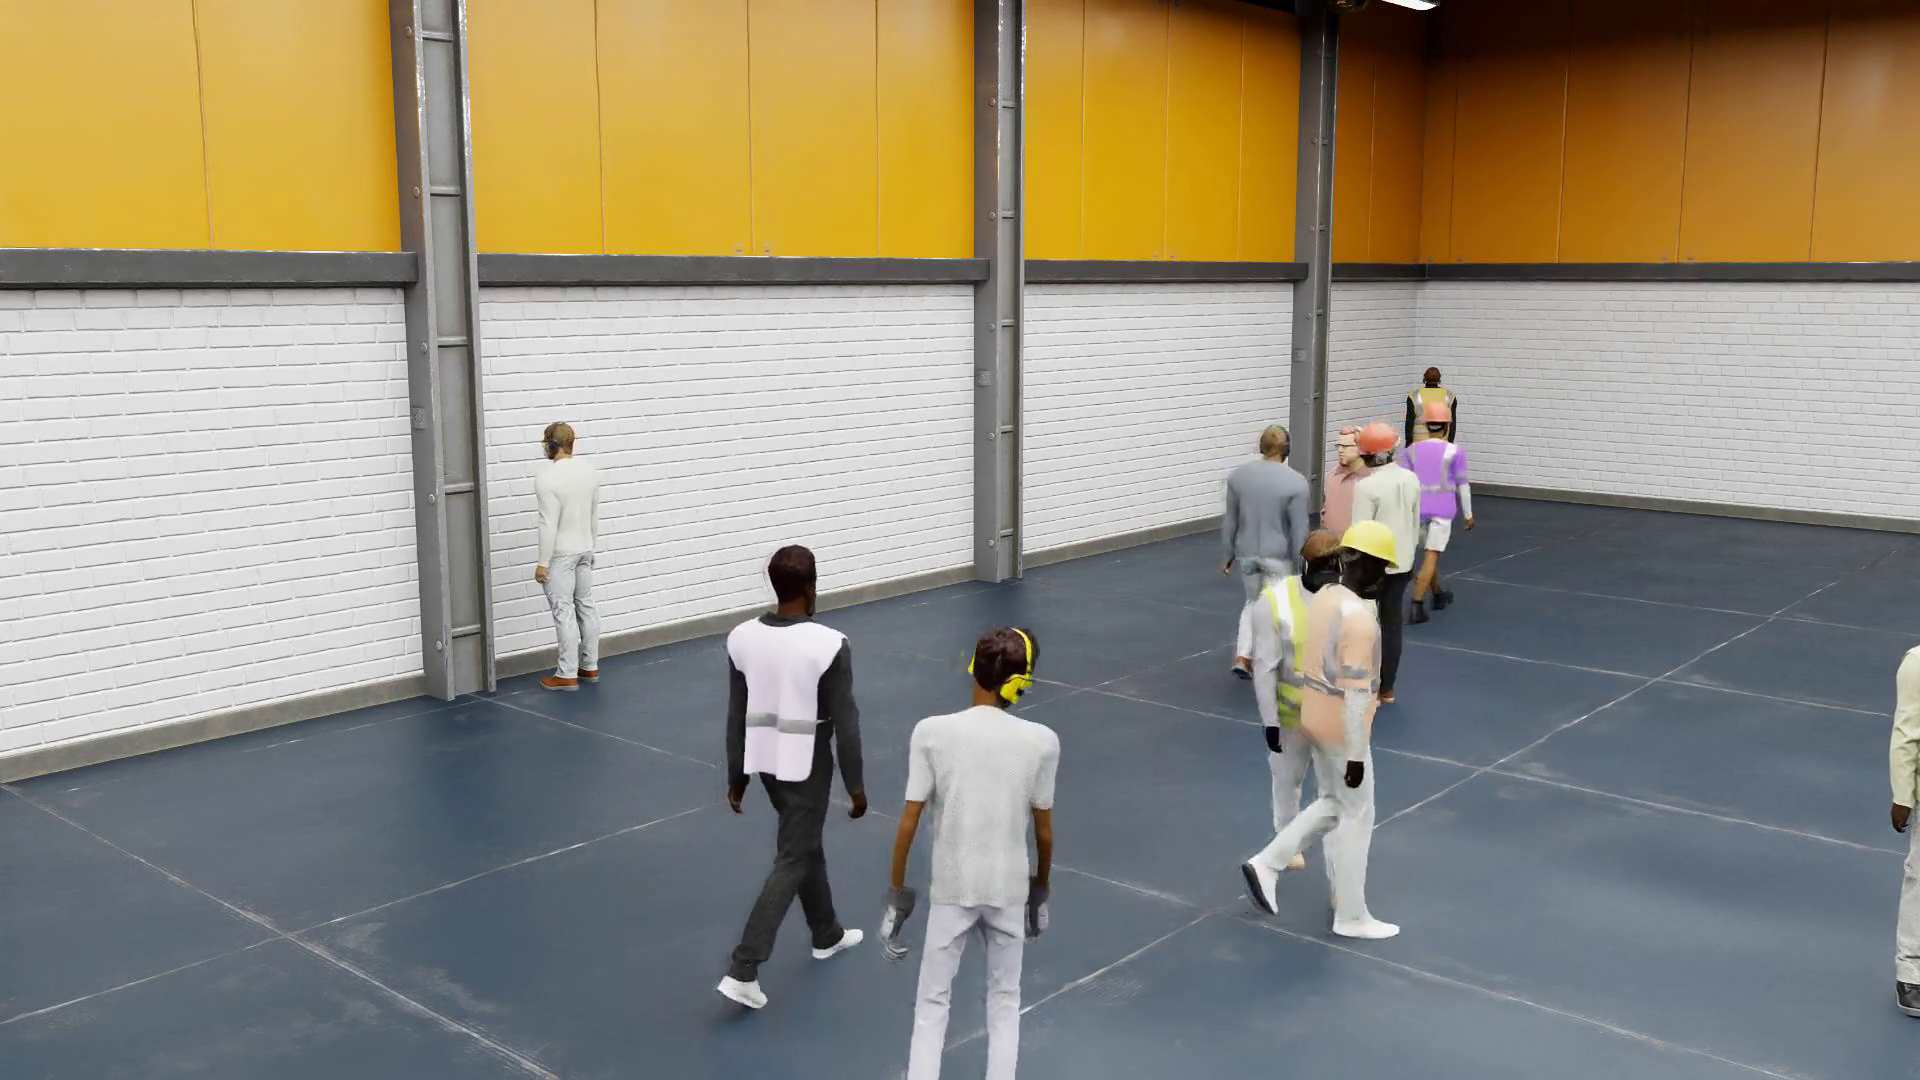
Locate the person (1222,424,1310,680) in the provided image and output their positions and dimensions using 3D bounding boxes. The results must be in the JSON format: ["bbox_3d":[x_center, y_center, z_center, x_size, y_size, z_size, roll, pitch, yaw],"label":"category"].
[{"bbox_3d":[2.201,0.126,11.948,0.657,1.920,0.427,7,11,36],"label":"person"}]

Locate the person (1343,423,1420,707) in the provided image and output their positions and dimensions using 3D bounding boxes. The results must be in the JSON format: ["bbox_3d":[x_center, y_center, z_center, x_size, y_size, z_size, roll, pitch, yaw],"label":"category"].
[{"bbox_3d":[2.923,0.176,11.508,0.670,1.967,0.397,-5,10,-30],"label":"person"}]

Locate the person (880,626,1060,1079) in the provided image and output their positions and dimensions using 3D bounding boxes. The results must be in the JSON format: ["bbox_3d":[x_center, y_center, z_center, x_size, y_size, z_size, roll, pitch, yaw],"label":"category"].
[{"bbox_3d":[-0.025,1.201,5.500,0.705,1.833,0.421,-1,9,-3],"label":"person"}]

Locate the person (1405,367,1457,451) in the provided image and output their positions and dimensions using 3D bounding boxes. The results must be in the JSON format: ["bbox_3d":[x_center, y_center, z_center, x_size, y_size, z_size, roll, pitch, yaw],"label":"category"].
[{"bbox_3d":[5.857,-1.236,20.746,0.627,1.844,0.429,1,9,5],"label":"person"}]

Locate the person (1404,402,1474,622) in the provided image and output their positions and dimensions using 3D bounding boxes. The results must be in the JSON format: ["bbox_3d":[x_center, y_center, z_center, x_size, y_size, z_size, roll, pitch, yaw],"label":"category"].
[{"bbox_3d":[4.131,-0.249,14.442,0.550,1.887,1.011,9,12,43],"label":"person"}]

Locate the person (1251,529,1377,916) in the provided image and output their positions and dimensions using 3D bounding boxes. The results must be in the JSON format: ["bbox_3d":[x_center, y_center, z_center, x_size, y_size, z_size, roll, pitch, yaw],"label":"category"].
[{"bbox_3d":[1.702,0.818,8.028,0.616,1.788,0.999,0,9,1],"label":"person"}]

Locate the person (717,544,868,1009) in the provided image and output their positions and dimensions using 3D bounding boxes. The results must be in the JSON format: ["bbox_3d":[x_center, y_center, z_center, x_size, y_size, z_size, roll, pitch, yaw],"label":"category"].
[{"bbox_3d":[-0.711,0.952,6.904,0.598,1.881,0.993,6,11,34],"label":"person"}]

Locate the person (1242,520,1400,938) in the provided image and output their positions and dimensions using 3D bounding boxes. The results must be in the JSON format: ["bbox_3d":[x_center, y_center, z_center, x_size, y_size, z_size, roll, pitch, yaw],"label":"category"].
[{"bbox_3d":[1.655,0.850,7.500,0.640,1.890,0.629,-1,9,-7],"label":"person"}]

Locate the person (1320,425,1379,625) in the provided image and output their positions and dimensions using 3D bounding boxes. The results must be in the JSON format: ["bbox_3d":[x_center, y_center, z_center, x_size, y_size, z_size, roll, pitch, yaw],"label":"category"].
[{"bbox_3d":[2.813,0.125,11.993,0.401,1.907,0.648,-5,10,-30],"label":"person"}]

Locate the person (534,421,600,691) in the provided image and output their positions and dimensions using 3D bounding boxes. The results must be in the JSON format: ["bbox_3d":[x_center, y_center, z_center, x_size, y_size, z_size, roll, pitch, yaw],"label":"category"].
[{"bbox_3d":[-2.831,0.113,11.971,0.356,1.937,0.638,4,10,24],"label":"person"}]

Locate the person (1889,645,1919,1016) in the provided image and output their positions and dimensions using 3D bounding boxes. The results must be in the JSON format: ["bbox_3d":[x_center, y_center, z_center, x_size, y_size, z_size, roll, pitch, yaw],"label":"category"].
[{"bbox_3d":[4.040,1.014,6.647,0.600,1.829,0.404,1,9,7],"label":"person"}]
